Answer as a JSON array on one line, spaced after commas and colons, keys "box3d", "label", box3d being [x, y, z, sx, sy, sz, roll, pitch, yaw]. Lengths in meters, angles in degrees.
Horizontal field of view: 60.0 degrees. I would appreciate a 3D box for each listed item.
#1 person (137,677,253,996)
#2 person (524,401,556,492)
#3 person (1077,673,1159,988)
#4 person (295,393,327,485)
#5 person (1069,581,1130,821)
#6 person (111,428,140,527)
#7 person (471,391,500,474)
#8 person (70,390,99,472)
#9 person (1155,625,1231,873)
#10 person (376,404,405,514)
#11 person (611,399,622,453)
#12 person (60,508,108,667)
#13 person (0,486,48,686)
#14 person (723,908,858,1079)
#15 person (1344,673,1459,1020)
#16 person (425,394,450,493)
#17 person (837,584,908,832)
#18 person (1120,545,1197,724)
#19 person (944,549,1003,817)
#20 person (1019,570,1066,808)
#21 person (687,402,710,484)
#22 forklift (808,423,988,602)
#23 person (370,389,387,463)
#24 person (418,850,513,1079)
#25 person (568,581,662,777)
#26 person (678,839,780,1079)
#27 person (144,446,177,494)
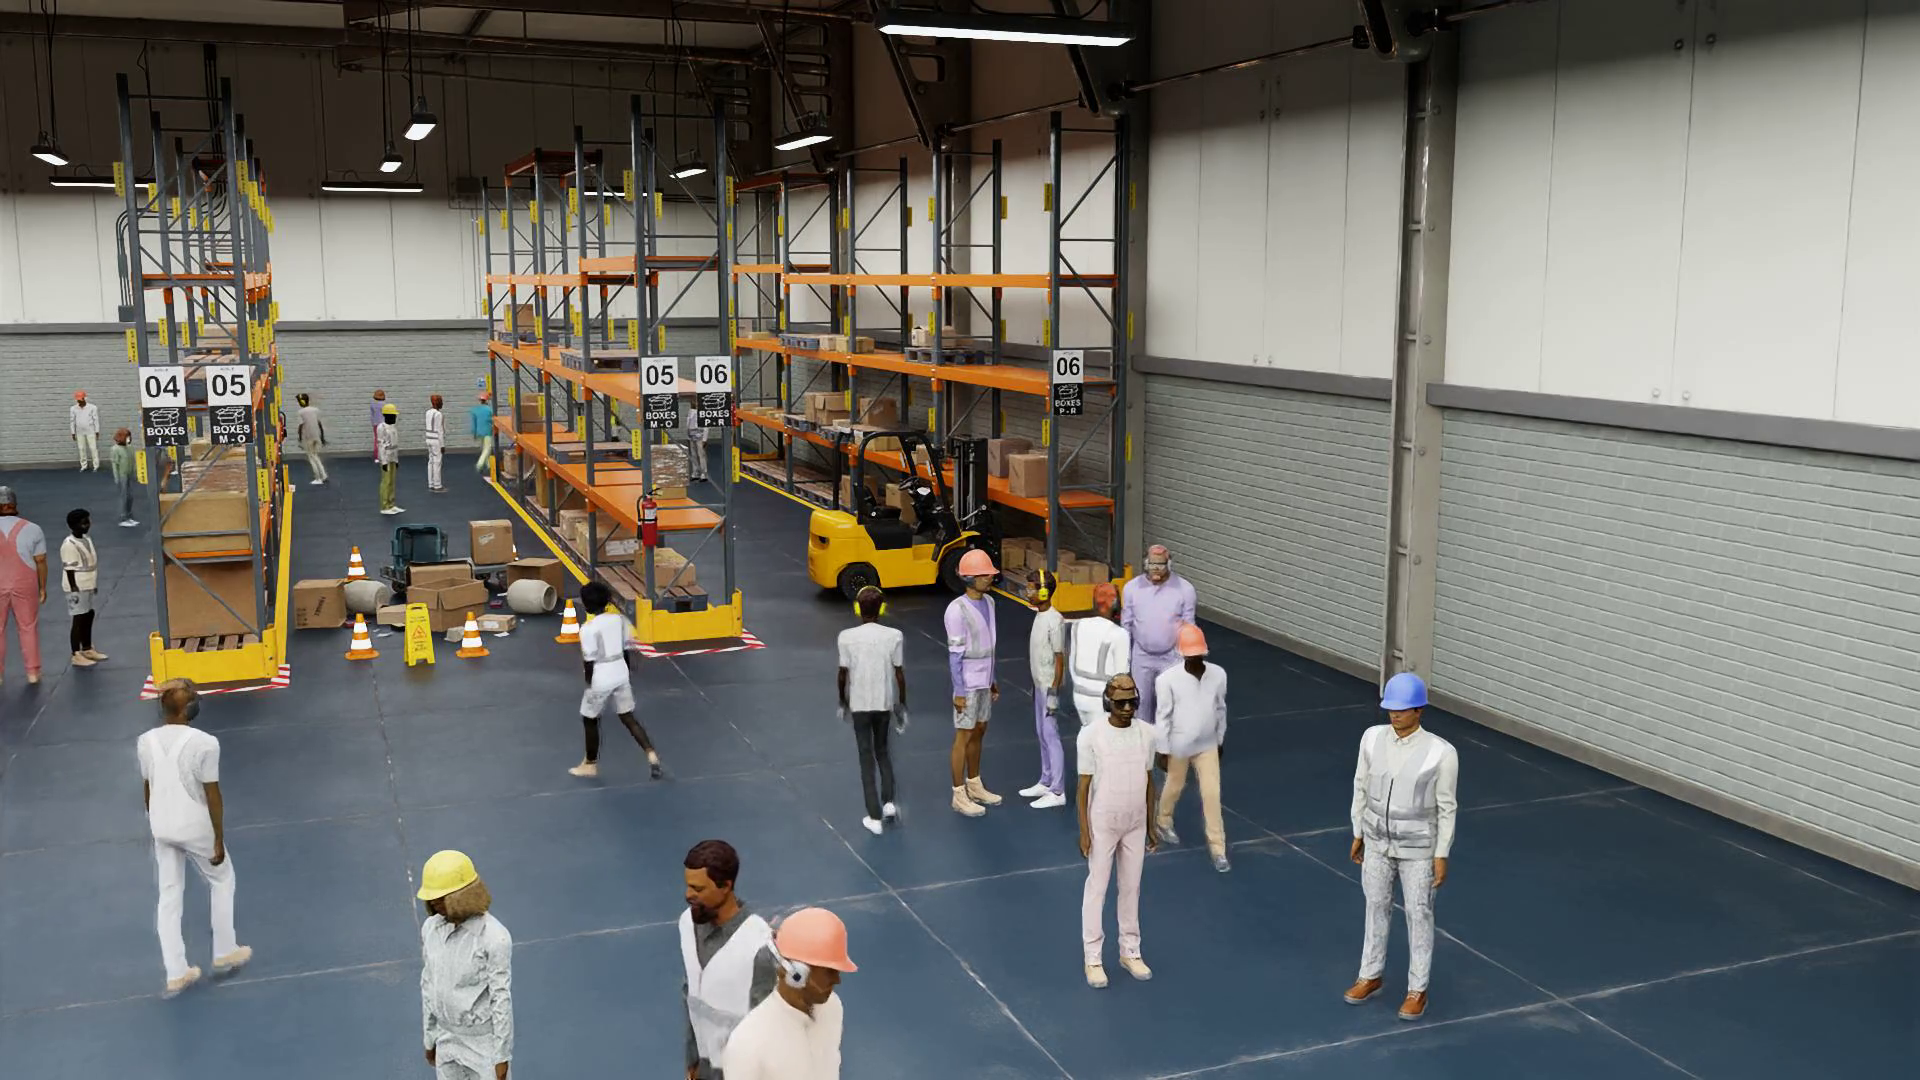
[{"box3d": [-4.485, 1.683, 9.720, 0.535, 1.819, 0.706, 1, 9, 5], "label": "person"}, {"box3d": [-7.900, -1.761, 31.433, 0.758, 1.821, 0.633, -9, 12, -43], "label": "person"}, {"box3d": [0.925, 1.676, 9.711, 0.507, 1.846, 0.345, -4, 10, -21], "label": "person"}, {"box3d": [-12.807, -1.988, 32.817, 0.376, 1.835, 0.572, 4, 10, 25], "label": "person"}, {"box3d": [1.049, 1.235, 12.503, 0.414, 1.862, 0.609, -7, 12, -38], "label": "person"}, {"box3d": [-13.799, -1.039, 27.479, 0.300, 1.632, 0.509, 1, 9, 4], "label": "person"}, {"box3d": [-9.957, -2.250, 34.807, 0.554, 1.725, 0.806, 3, 9, 17], "label": "person"}, {"box3d": [-18.415, -2.285, 34.987, 0.573, 1.738, 0.352, -1, 9, -7], "label": "person"}, {"box3d": [1.640, 1.419, 11.803, 0.567, 1.704, 0.899, -3, 9, -17], "label": "person"}, {"box3d": [-9.899, -1.403, 28.875, 0.388, 1.922, 0.589, 1, 9, 5], "label": "person"}, {"box3d": [-7.652, -2.545, 36.865, 0.328, 1.662, 0.617, -2, 9, -14], "label": "person"}, {"box3d": [-9.305, 0.502, 17.605, 0.320, 1.686, 0.540, -1, 9, -5], "label": "person"}, {"box3d": [-9.611, 0.450, 16.817, 0.685, 2.000, 0.535, -6, 11, -33], "label": "person"}, {"box3d": [-0.699, 2.230, 5.933, 0.955, 1.947, 0.621, 6, 11, 34], "label": "person"}, {"box3d": [2.460, 1.690, 9.296, 0.602, 1.949, 0.389, 8, 12, 40], "label": "person"}, {"box3d": [-9.996, -1.838, 31.739, 0.348, 1.878, 0.580, -8, 12, -41], "label": "person"}, {"box3d": [-0.670, 1.252, 12.401, 0.490, 1.844, 0.481, -3, 10, -18], "label": "person"}, {"box3d": [1.663, 0.974, 13.986, 0.644, 1.899, 0.398, 2, 9, 14], "label": "person"}, {"box3d": [0.123, 1.084, 12.802, 0.364, 2.048, 0.611, 5, 10, 28], "label": "person"}, {"box3d": [0.660, 1.152, 12.949, 0.312, 1.864, 0.532, -2, 9, -12], "label": "person"}, {"box3d": [-5.243, -2.041, 33.147, 0.404, 1.831, 0.600, -9, 13, -44], "label": "person"}, {"box3d": [-0.830, -0.399, 21.676, 2.313, 2.155, 1.214, -4, 10, -21], "label": "forklift"}, {"box3d": [-12.775, -2.507, 36.703, 0.500, 1.633, 0.285, 4, 10, 24], "label": "person"}, {"box3d": [-2.113, 2.151, 7.090, 0.487, 1.729, 0.322, 5, 10, 28], "label": "person"}, {"box3d": [-2.846, 1.151, 13.581, 0.744, 1.665, 0.554, 5, 10, 29], "label": "person"}, {"box3d": [-0.918, 2.119, 6.741, 0.408, 1.907, 0.599, -9, 13, -44], "label": "person"}, {"box3d": [-14.978, -1.820, 31.182, 0.614, 2.009, 0.580, 1, 9, 7], "label": "person"}]
